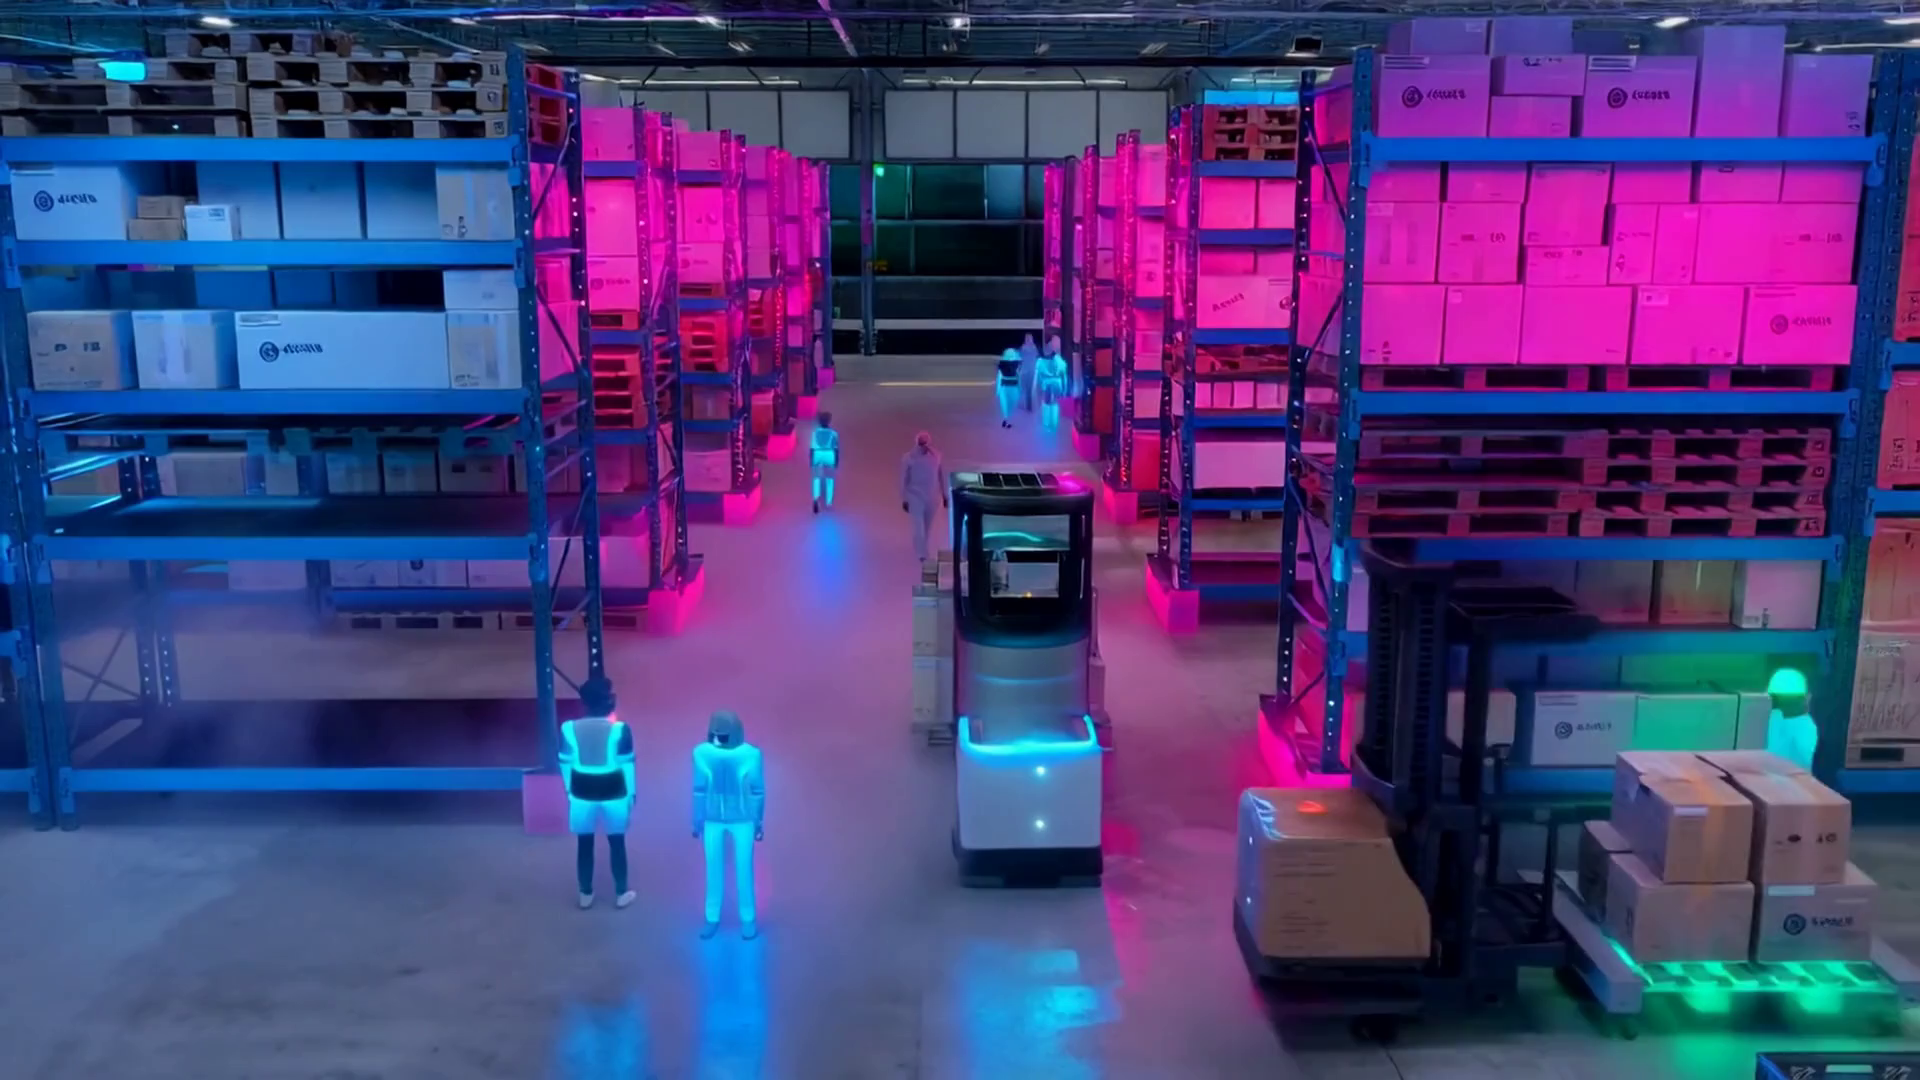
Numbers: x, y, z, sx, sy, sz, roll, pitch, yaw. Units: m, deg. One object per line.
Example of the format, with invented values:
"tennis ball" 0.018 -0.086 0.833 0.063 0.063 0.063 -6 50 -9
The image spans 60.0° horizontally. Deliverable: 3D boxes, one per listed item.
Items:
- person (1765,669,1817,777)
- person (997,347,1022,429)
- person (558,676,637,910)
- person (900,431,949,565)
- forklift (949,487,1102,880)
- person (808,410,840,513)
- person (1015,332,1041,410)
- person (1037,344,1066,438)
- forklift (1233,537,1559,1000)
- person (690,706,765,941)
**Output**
"person" 5.898 1.764 11.863 0.926 1.716 0.539 -2 12 -8
"person" 1.102 -3.409 37.241 0.569 1.823 0.515 0 11 -2
"person" -2.546 1.792 11.765 0.542 1.695 0.316 0 11 1
"person" -0.505 -0.615 23.306 0.641 1.867 0.987 -4 12 -21
"forklift" 0.495 0.986 12.813 1.129 2.768 1.873 0 11 -2
"person" -2.203 -1.254 26.905 0.538 1.675 0.691 1 11 4
"person" 1.667 -4.119 40.565 0.678 1.891 0.432 5 12 23
"person" 1.977 -3.249 36.057 0.627 1.993 1.082 0 11 -1
"forklift" 2.798 1.420 10.661 1.873 2.768 1.129 0 11 -1
"person" -1.577 1.919 11.292 0.507 1.632 0.276 1 11 3
